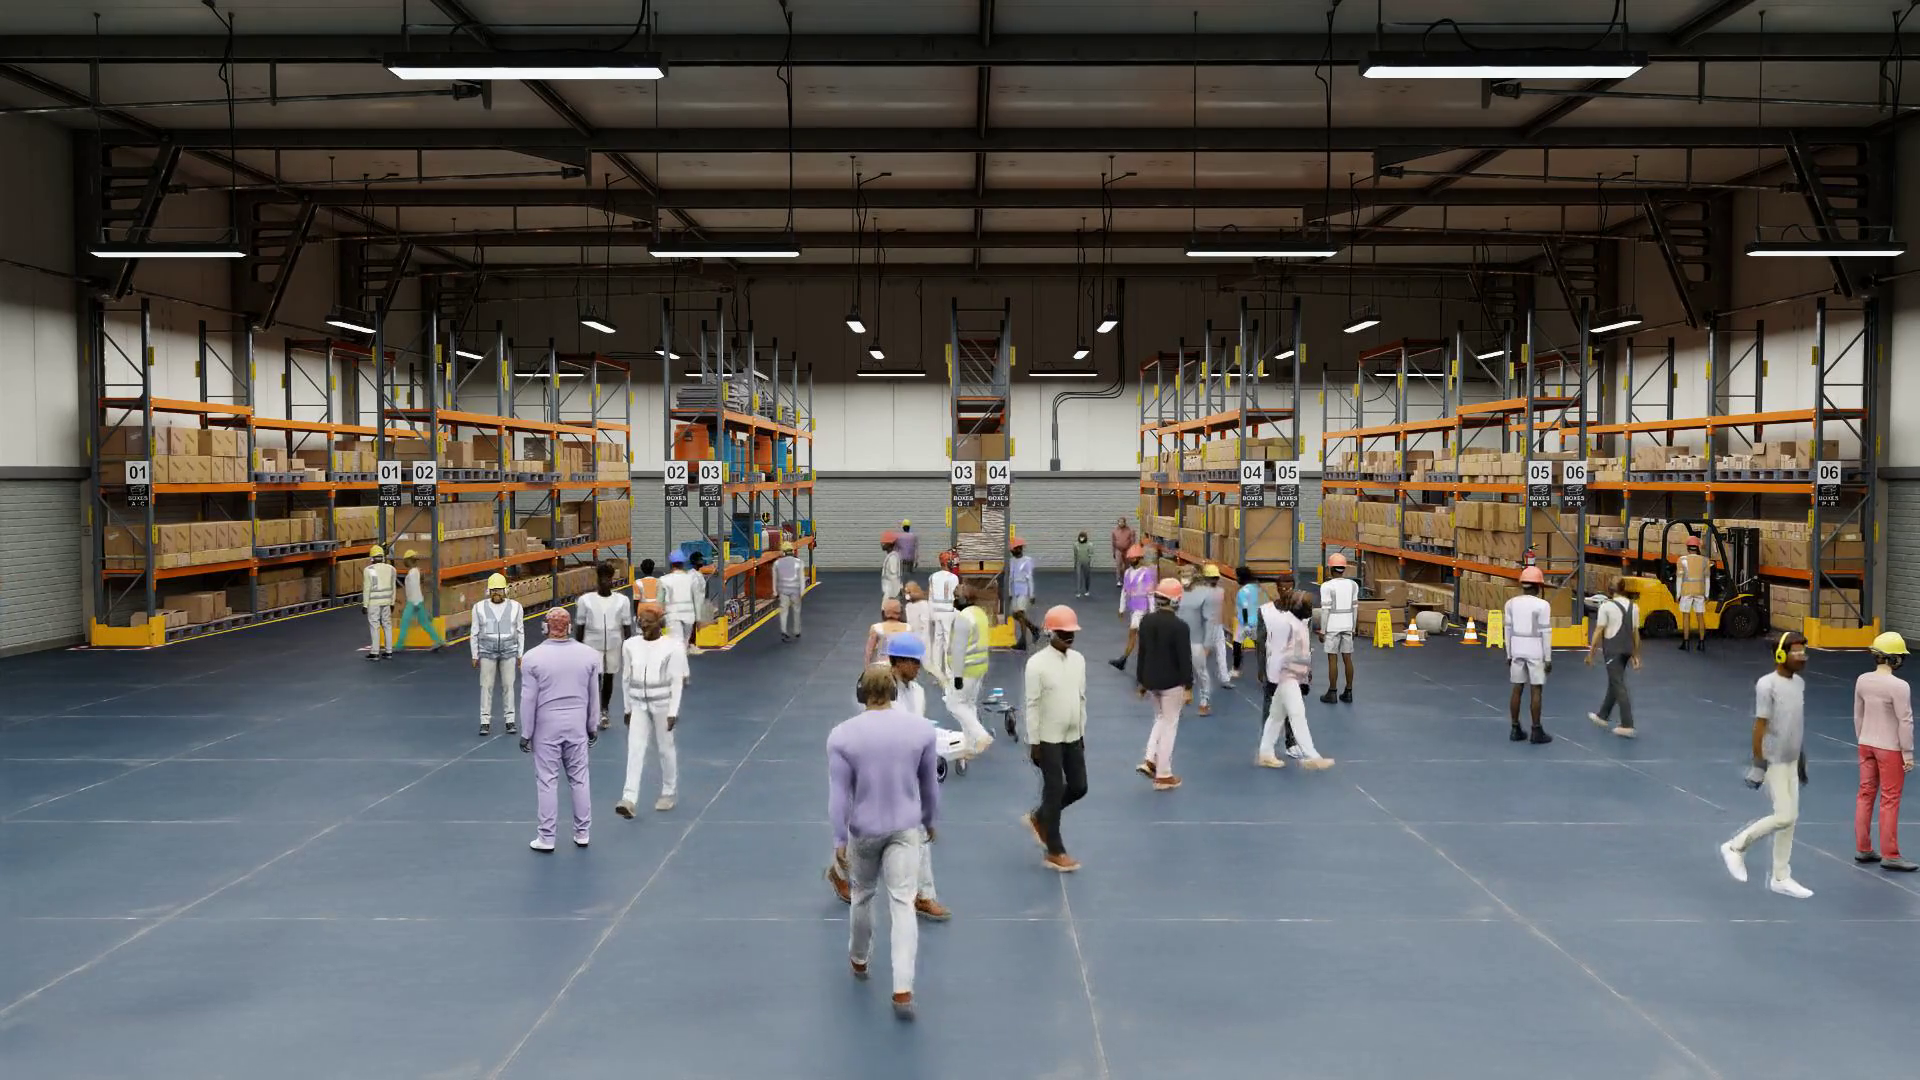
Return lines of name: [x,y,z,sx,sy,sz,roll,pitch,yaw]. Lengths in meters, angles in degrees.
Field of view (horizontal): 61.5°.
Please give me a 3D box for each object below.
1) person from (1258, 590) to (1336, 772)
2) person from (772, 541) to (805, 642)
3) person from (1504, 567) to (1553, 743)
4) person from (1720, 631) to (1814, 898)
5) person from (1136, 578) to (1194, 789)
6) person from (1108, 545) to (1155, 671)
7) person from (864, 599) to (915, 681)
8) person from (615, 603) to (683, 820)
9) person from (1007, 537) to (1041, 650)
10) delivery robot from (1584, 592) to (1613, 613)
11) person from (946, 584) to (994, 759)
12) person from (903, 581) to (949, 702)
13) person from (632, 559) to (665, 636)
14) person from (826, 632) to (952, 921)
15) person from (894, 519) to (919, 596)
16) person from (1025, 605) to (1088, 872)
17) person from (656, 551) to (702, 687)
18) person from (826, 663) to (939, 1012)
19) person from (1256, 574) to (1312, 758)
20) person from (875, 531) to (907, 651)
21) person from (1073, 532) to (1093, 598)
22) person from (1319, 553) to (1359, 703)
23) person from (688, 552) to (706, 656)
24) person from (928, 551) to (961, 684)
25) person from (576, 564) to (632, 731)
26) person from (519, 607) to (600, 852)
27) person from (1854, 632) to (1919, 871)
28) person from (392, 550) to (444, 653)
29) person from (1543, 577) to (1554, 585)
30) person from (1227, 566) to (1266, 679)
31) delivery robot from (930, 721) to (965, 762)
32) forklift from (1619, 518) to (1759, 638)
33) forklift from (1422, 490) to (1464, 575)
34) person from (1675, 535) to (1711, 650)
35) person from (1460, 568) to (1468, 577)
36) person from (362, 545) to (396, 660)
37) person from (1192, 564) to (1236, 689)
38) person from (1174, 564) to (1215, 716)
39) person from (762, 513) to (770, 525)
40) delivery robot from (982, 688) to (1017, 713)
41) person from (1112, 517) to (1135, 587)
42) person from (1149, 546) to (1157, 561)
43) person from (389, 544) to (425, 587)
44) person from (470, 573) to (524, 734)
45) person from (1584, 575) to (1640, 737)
person: [3.383,1.408,16.121,0.910,1.786,0.683,1,3,26]
person: [-3.047,0.914,28.682,0.606,1.783,0.939,0,2,4]
person: [6.330,1.262,17.921,0.378,1.932,0.551,-2,3,-39]
person: [5.752,1.560,11.410,0.514,1.859,0.505,-2,3,-35]
person: [1.968,1.344,15.224,0.435,1.979,0.652,-2,3,-38]
person: [2.627,1.027,24.403,1.013,1.881,0.567,-2,3,-35]
person: [-0.775,1.444,17.472,0.526,1.596,0.850,-1,2,-22]
person: [-2.692,1.471,13.976,0.590,1.832,0.976,0,2,10]
person: [1.114,0.895,27.520,0.664,1.910,0.586,-1,3,-33]
delivery robot: [13.195,1.306,33.307,0.477,0.478,0.707,0,2,-9]
person: [0.091,1.363,16.762,0.460,1.822,0.649,1,2,23]
person: [-0.462,1.314,20.718,0.741,1.600,0.548,-2,3,-37]
person: [-4.657,1.129,24.209,0.531,1.697,0.322,-1,3,-30]
person: [-0.502,1.561,10.898,0.973,1.909,0.617,2,3,41]
person: [-1.296,0.444,38.873,0.590,1.909,0.530,0,2,7]
person: [0.693,1.469,12.186,0.632,1.979,0.565,-2,3,-43]
person: [-3.943,1.106,22.689,0.587,1.883,1.090,-1,3,-31]
person: [-0.432,1.641,9.146,0.650,1.887,1.040,0,2,-8]
person: [3.394,1.310,16.923,0.587,1.920,0.390,0,2,-6]
person: [-1.104,0.850,27.214,0.724,2.027,0.628,0,2,0]
person: [3.002,0.583,39.234,0.511,1.594,0.853,1,2,18]
person: [4.905,1.139,20.981,0.544,1.939,0.354,-1,2,-21]
person: [-4.338,1.038,26.507,0.322,1.697,0.531,0,2,2]
person: [-0.193,1.097,22.707,0.345,1.882,0.584,-2,3,-43]
person: [-4.089,1.244,18.638,0.625,1.916,0.983,-1,2,-21]
person: [-3.169,1.483,12.737,0.651,1.906,0.403,-2,3,-34]
person: [6.974,1.575,12.164,0.313,1.768,0.528,0,2,-12]
person: [-9.031,1.019,26.814,0.903,1.718,0.529,0,2,-9]
person: [11.507,0.772,31.963,0.623,1.805,0.925,0,2,1]
person: [4.224,1.189,23.268,0.859,1.658,0.529,2,3,35]
delivery robot: [-0.256,2.005,15.707,0.477,0.478,0.707,1,3,34]
forklift: [13.417,0.684,29.791,2.313,2.155,1.214,0,2,0]
forklift: [13.926,-0.371,47.846,1.873,2.768,1.129,0,2,0]
person: [12.368,0.890,27.278,0.551,1.935,0.375,0,2,8]
person: [12.370,0.414,39.214,0.638,1.938,0.356,0,2,-9]
person: [-9.307,1.000,25.821,0.404,1.827,0.599,2,3,34]
person: [3.464,1.188,22.544,0.525,1.719,0.927,-1,3,-30]
person: [2.783,1.228,19.539,0.646,1.884,1.062,1,3,28]
person: [-5.668,0.131,47.217,0.328,1.872,0.514,-1,2,-15]
delivery robot: [0.426,1.781,18.133,0.335,0.223,0.698,-1,2,-14]
person: [4.375,0.295,43.201,0.631,1.868,0.951,0,2,9]
person: [5.476,0.228,44.649,0.738,1.893,0.605,0,2,6]
person: [-10.776,0.687,31.624,0.674,2.000,0.535,0,2,7]
person: [-5.275,1.297,18.432,0.601,1.835,0.404,-1,2,-20]
person: [7.421,1.303,18.460,0.540,1.801,0.917,-1,2,-22]
